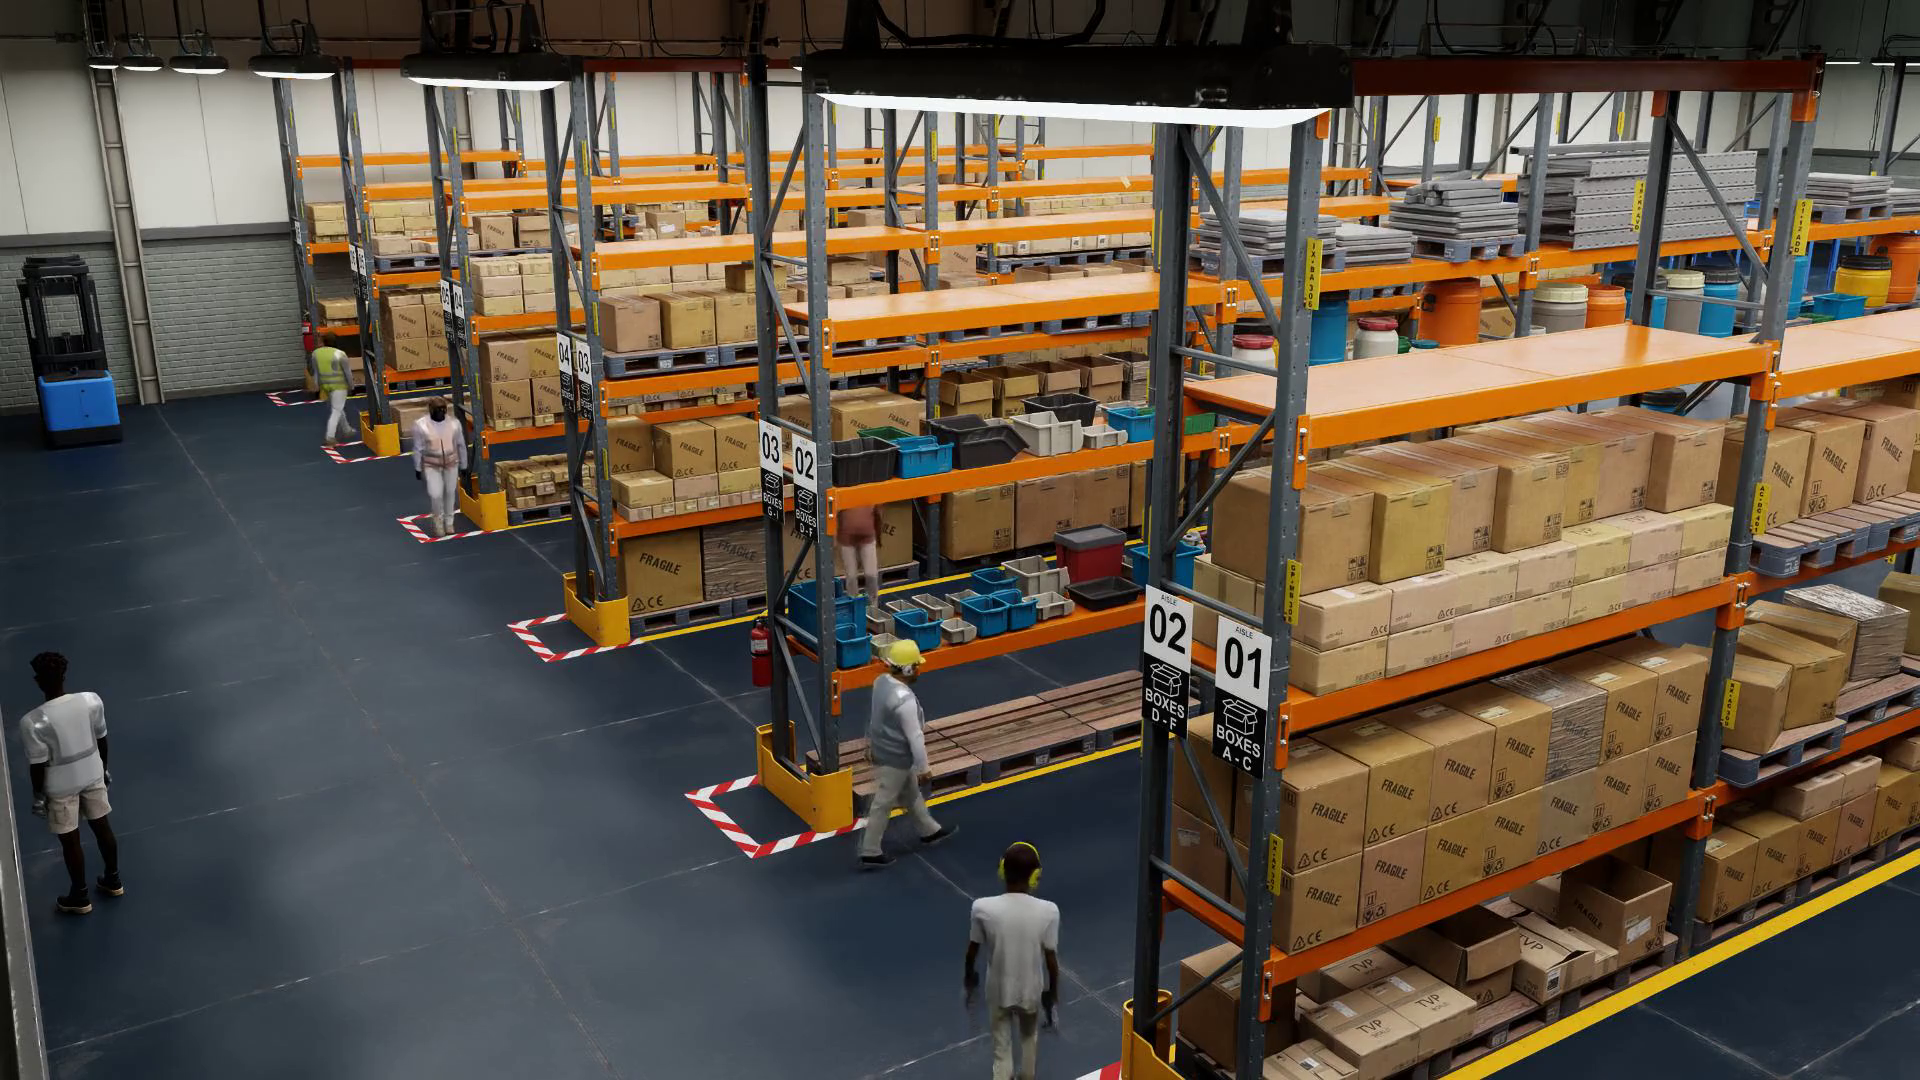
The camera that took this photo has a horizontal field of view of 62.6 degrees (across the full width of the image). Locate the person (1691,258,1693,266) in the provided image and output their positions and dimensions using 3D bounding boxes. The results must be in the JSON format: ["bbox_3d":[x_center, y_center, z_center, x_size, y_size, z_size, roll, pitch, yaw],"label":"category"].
[{"bbox_3d":[15.750,-5.243,34.398,0.401,1.899,0.636,-4,17,-11],"label":"person"}]

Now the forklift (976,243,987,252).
[{"bbox_3d":[0.988,-5.474,34.718,1.214,2.155,2.313,-10,20,-31],"label":"forklift"}]

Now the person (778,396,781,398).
[{"bbox_3d":[-2.264,-0.857,20.005,0.557,1.936,0.638,-3,17,-10],"label":"person"}]

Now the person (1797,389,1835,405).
[{"bbox_3d":[12.759,-1.897,23.467,0.470,1.872,0.607,-9,19,-27],"label":"person"}]

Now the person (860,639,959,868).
[{"bbox_3d":[-0.383,1.620,12.061,0.909,1.783,0.620,-6,18,-18],"label":"person"}]

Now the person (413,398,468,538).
[{"bbox_3d":[-6.675,-0.936,20.390,0.661,1.821,0.593,-10,19,-29],"label":"person"}]

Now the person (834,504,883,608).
[{"bbox_3d":[-1.136,0.003,17.096,0.640,1.946,0.593,-4,17,-12],"label":"person"}]

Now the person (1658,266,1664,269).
[{"bbox_3d":[15.499,-5.561,35.558,0.818,1.822,0.563,-10,20,-30],"label":"person"}]

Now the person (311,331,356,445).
[{"bbox_3d":[-10.102,-2.465,25.467,0.640,1.797,0.952,5,18,15],"label":"person"}]

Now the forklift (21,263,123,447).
[{"bbox_3d":[-14.518,-3.079,25.708,1.129,2.768,1.873,-10,20,-31],"label":"forklift"}]

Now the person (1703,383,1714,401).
[{"bbox_3d":[13.778,-3.579,28.820,0.617,1.974,0.848,14,22,39],"label":"person"}]

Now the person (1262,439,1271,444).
[{"bbox_3d":[4.559,-2.194,24.386,0.692,1.893,0.629,-6,18,-19],"label":"person"}]

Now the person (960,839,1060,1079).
[{"bbox_3d":[0.279,2.540,8.972,0.548,1.830,0.778,-1,17,-2],"label":"person"}]

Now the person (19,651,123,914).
[{"bbox_3d":[-6.425,1.733,11.401,0.367,1.966,0.603,9,19,26],"label":"person"}]
